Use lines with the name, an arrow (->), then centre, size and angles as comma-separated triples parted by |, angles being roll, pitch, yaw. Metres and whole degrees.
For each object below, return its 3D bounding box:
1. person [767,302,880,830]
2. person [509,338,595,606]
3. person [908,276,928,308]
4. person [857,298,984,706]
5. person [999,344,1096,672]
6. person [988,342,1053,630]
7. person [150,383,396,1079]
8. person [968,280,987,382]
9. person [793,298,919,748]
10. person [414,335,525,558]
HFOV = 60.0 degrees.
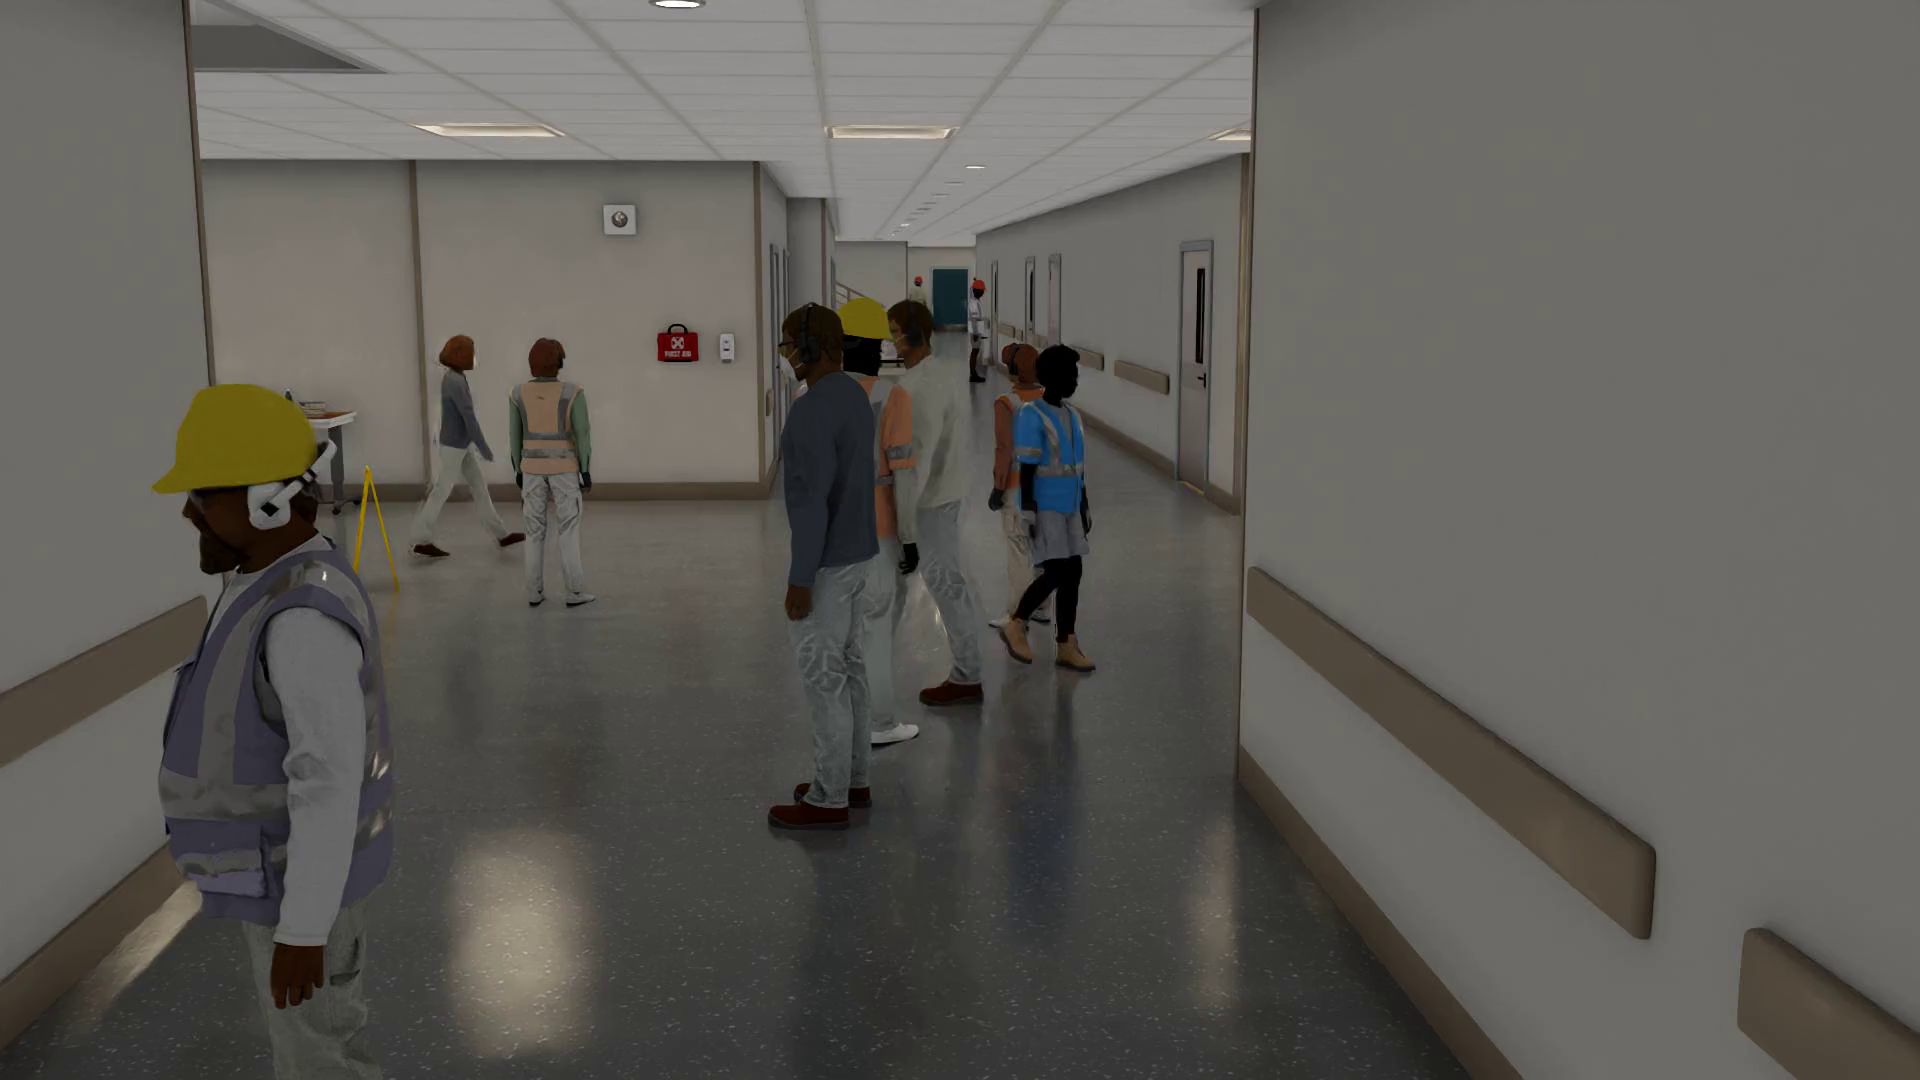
person -> -0.495, 0.094, 6.141 | 0.386, 1.927, 0.636 | 2, 9, 10
person -> -2.496, -0.408, 10.164 | 0.517, 1.645, 0.308 | 1, 9, 9
person -> -1.210, -6.652, 48.265 | 0.612, 1.994, 0.395 | 2, 9, 13
person -> -0.301, -0.155, 7.734 | 0.922, 1.903, 0.650 | -1, 9, -7
person -> 0.485, -0.158, 8.479 | 0.422, 1.673, 0.557 | 7, 11, 37
person -> 0.361, -0.306, 9.530 | 0.310, 1.642, 0.514 | 7, 12, 39
person -> -1.276, 0.619, 3.137 | 0.403, 1.829, 0.588 | -5, 10, -27
person -> 0.337, -3.962, 31.576 | 0.365, 1.929, 0.553 | 1, 9, 6
person -> -0.435, -0.073, 7.170 | 0.596, 1.925, 0.372 | 5, 10, 28
person -> -3.552, -0.668, 11.971 | 0.870, 1.590, 0.515 | -3, 9, -17
